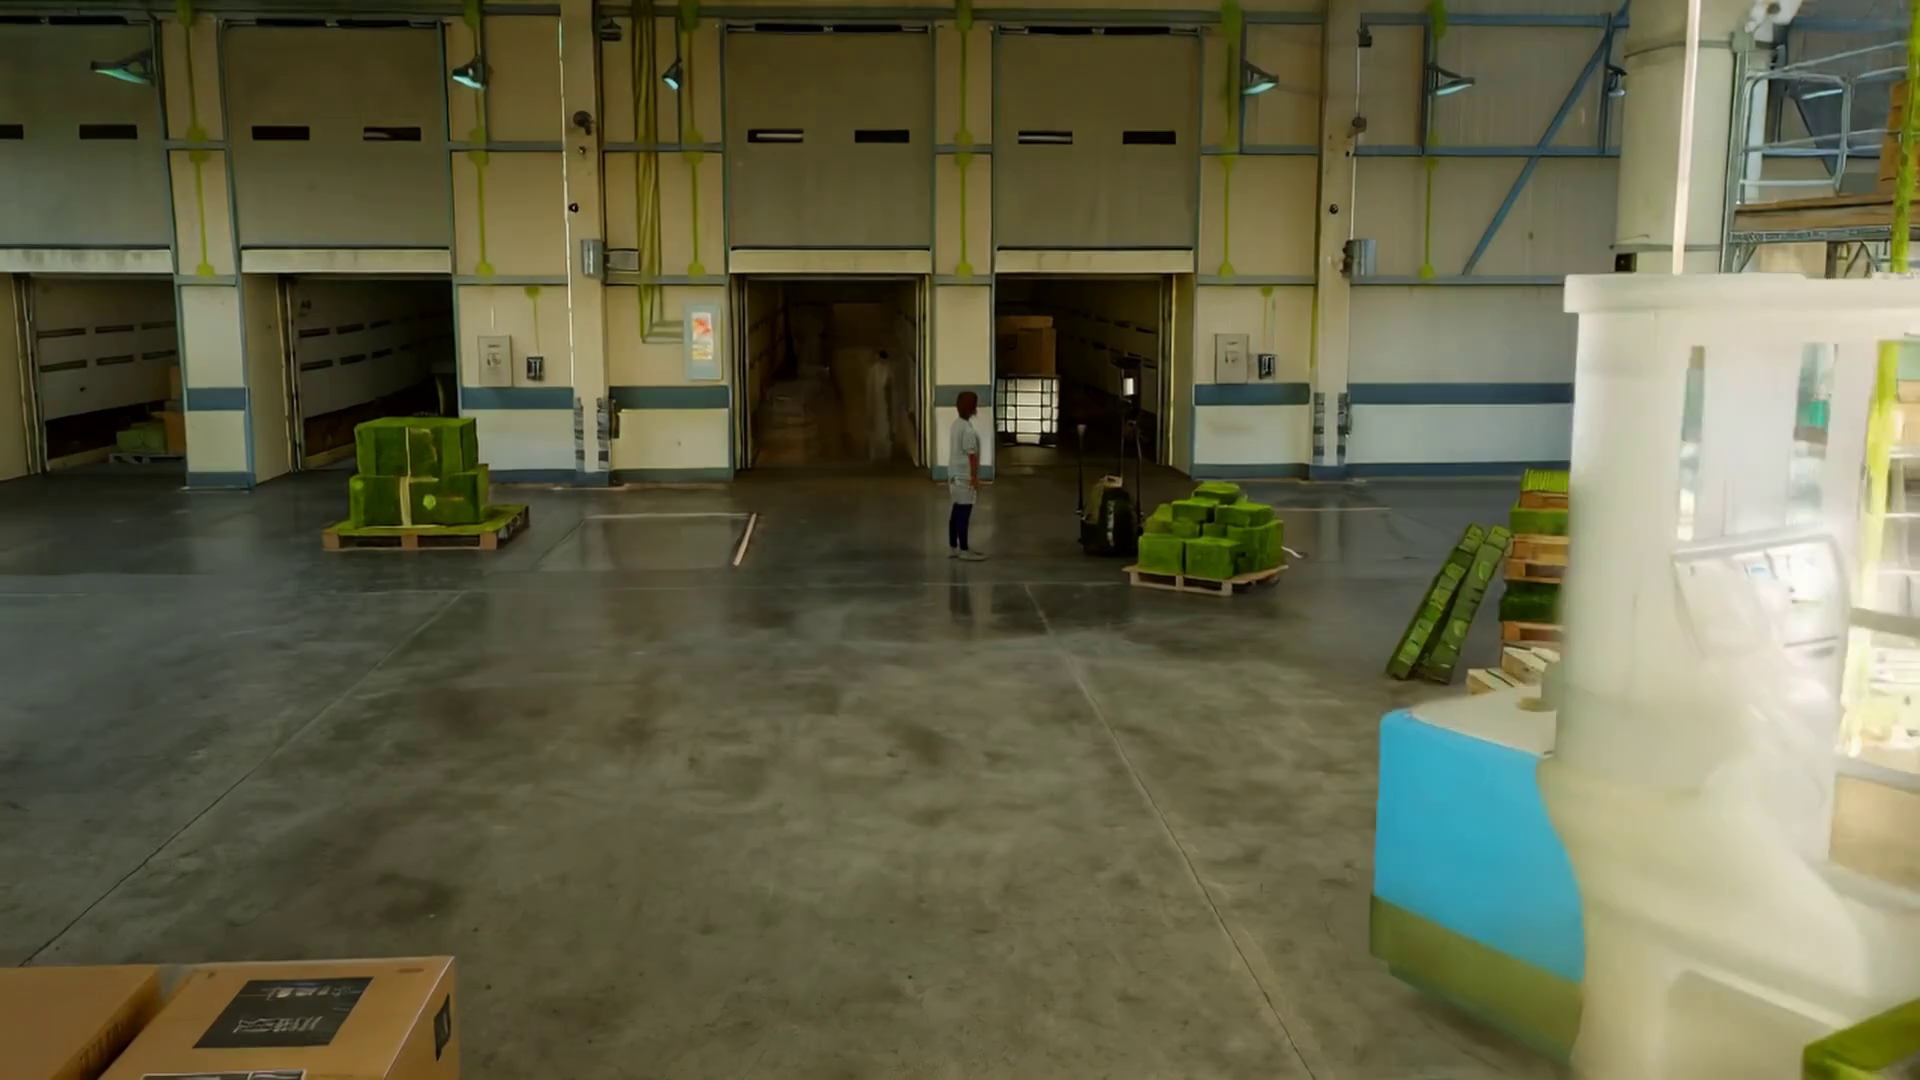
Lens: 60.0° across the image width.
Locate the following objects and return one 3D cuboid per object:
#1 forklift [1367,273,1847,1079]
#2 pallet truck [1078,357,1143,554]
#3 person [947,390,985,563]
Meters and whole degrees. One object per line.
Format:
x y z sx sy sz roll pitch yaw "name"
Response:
2.558 0.426 6.072 1.129 2.768 1.873 -6 11 -32 "forklift"
2.088 -0.836 16.757 1.885 1.965 0.823 2 9 13 "pallet truck"
0.045 -0.628 16.401 0.321 1.695 0.529 -3 10 -20 "person"
